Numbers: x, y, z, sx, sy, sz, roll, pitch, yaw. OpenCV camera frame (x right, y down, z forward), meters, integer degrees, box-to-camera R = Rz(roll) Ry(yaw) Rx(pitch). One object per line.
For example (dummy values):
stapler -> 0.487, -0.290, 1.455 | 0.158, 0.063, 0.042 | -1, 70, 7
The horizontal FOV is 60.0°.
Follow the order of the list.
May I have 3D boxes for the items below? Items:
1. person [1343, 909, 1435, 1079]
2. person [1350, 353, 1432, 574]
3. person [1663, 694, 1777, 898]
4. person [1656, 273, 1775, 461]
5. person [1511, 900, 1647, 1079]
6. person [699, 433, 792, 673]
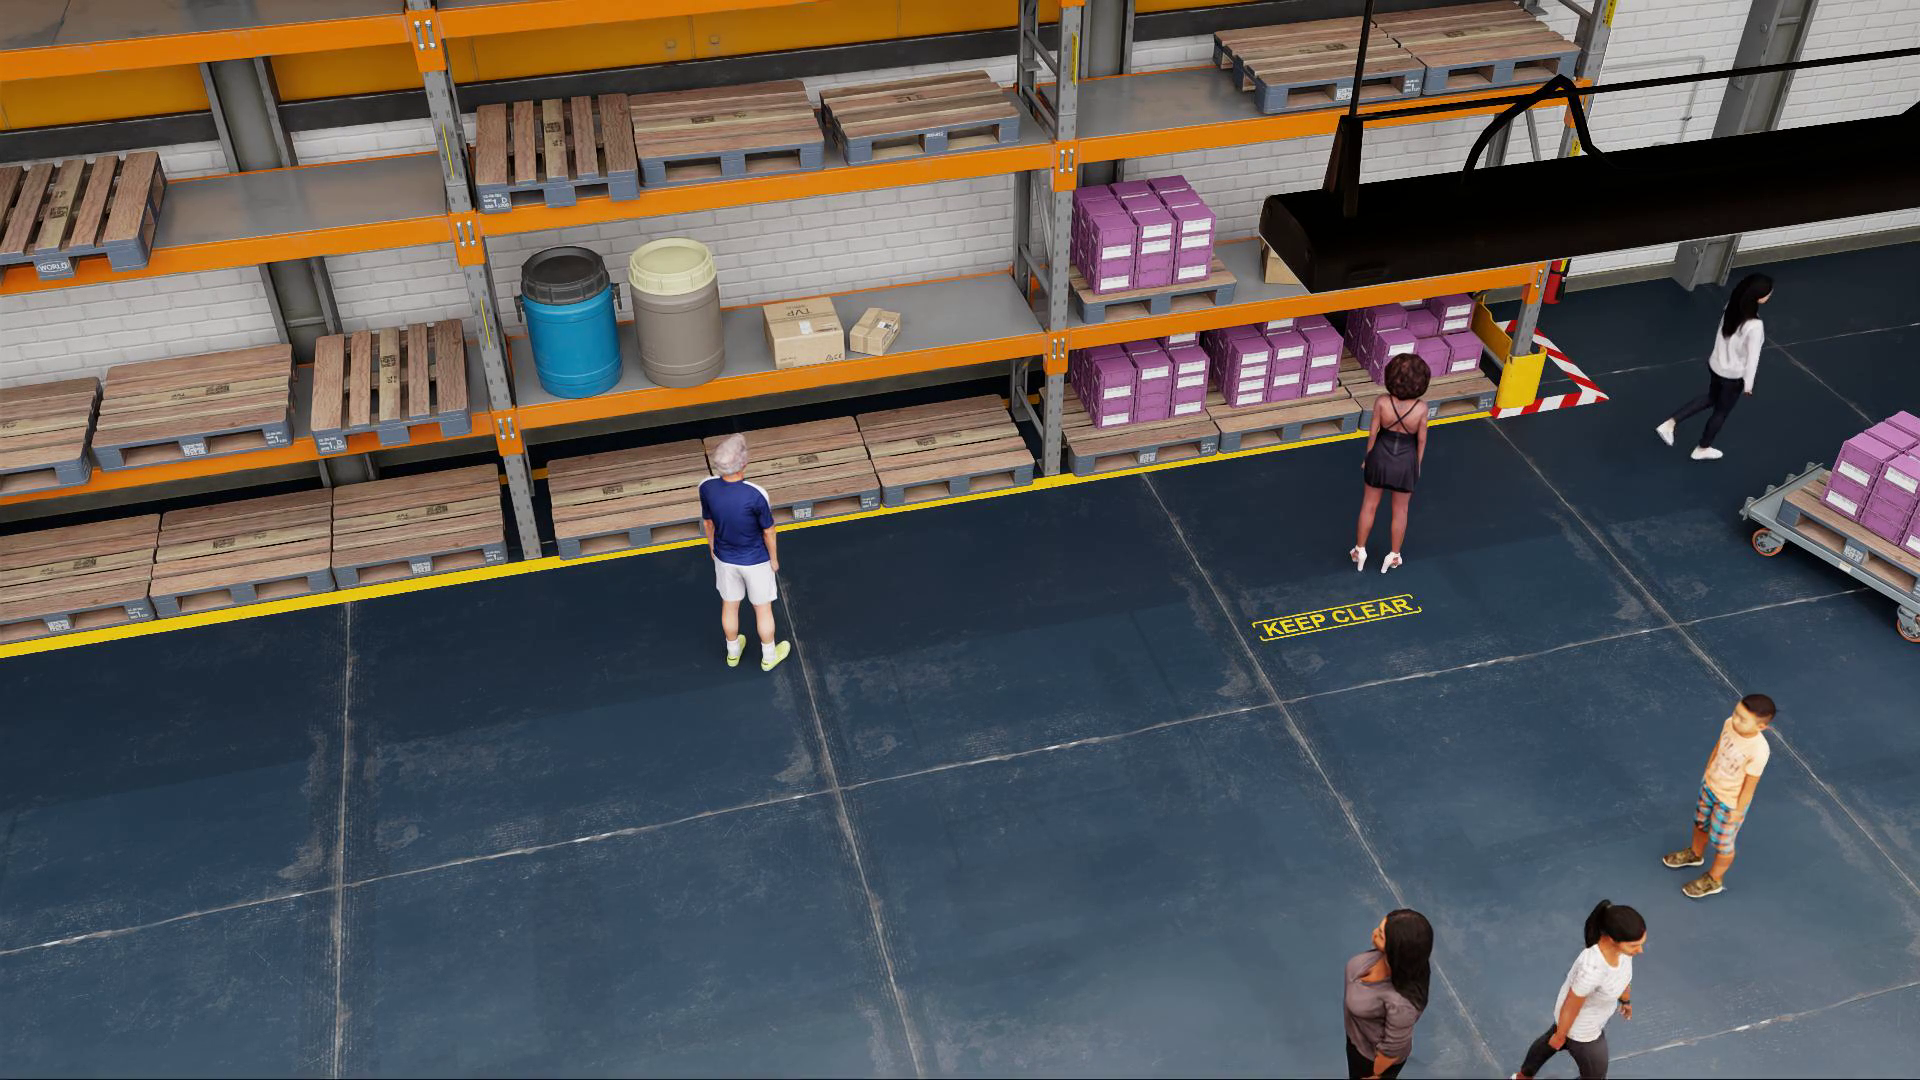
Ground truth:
person -> 2.003, 2.385, 7.943 | 0.736, 1.842, 0.734 | 6, 39, 7
person -> 3.018, -0.516, 11.618 | 0.628, 1.789, 0.717 | 11, 40, 14
person -> 4.378, 1.427, 9.451 | 0.475, 1.457, 0.510 | -9, 39, -11
person -> 5.766, -1.286, 12.670 | 0.807, 1.681, 0.665 | -6, 39, -8
person -> 2.990, 2.306, 8.218 | 0.859, 1.623, 0.808 | 22, 44, 25
person -> -1.414, 0.094, 10.814 | 0.662, 1.839, 0.780 | 8, 39, 10
